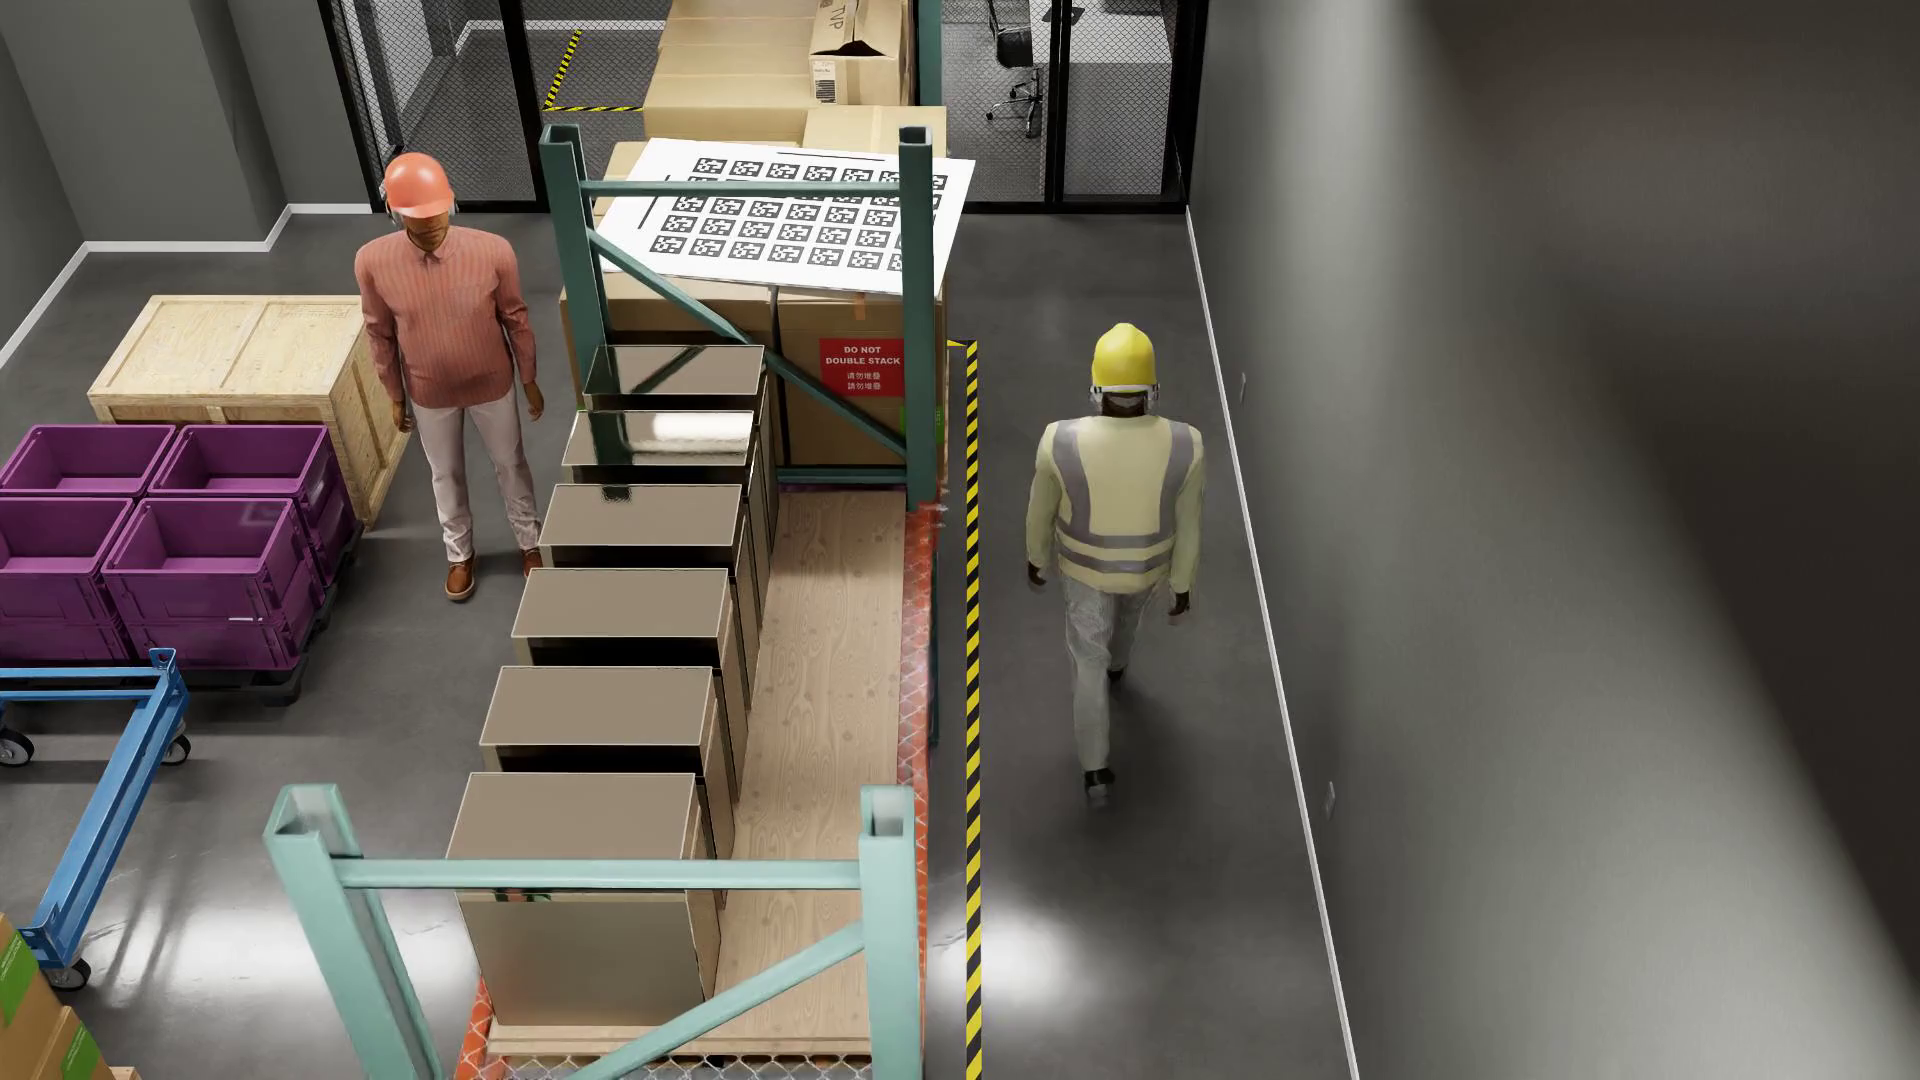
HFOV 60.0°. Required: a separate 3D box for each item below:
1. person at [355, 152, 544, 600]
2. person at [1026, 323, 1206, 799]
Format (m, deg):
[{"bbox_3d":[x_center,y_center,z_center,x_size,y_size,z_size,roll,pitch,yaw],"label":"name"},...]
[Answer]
[{"bbox_3d":[-1.962,-0.618,6.549,0.612,1.997,0.379,-8,42,-9],"label":"person"},{"bbox_3d":[0.542,0.086,5.914,0.604,1.782,0.953,-1,41,-2],"label":"person"}]
